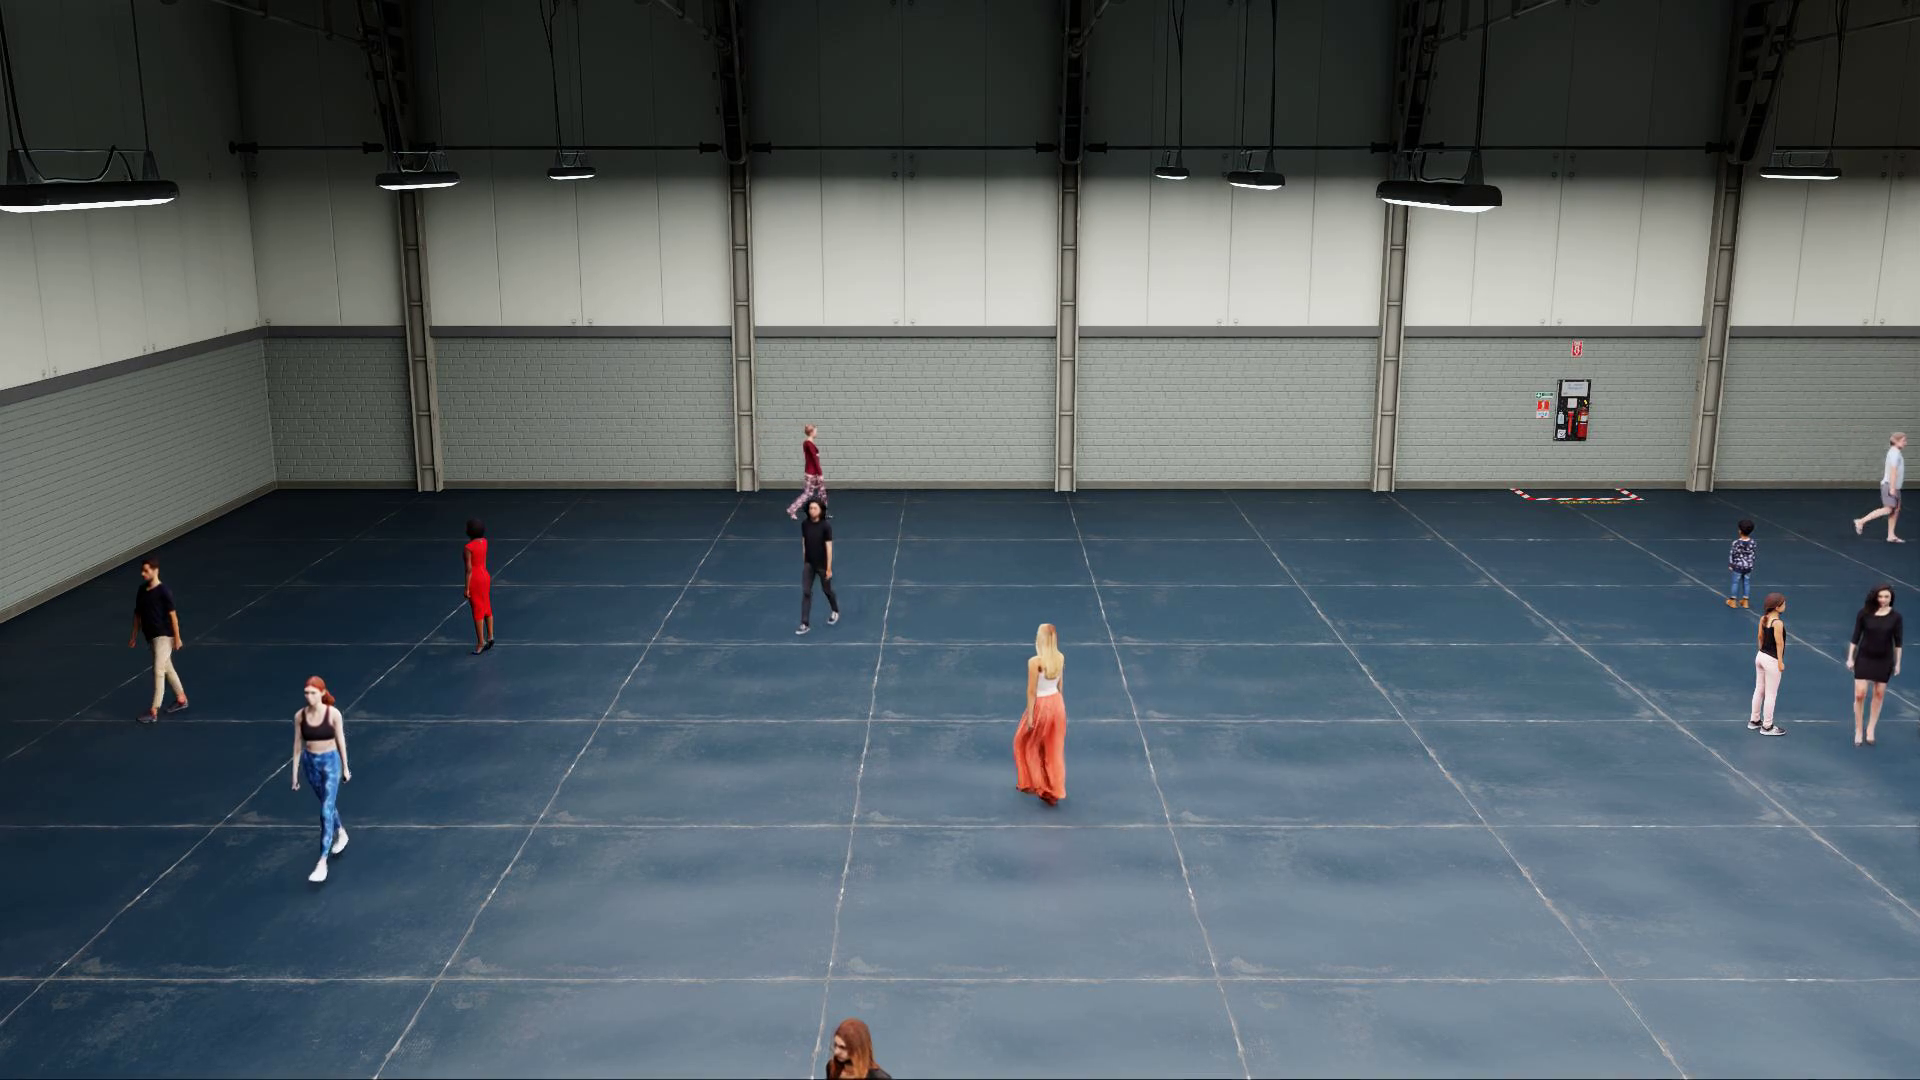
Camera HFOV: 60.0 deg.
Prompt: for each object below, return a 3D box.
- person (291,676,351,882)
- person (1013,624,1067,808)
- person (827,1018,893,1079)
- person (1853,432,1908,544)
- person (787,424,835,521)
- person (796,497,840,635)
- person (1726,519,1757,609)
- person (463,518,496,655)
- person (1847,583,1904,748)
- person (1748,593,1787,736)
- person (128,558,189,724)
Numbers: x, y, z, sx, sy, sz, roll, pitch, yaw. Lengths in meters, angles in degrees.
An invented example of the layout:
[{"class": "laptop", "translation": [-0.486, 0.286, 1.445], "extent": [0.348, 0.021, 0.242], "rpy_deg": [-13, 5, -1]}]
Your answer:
[{"class": "person", "translation": [-5.589, 2.051, 14.658], "extent": [1.153, 1.731, 0.658], "rpy_deg": [0, 13, -1]}, {"class": "person", "translation": [0.883, 1.708, 16.022], "extent": [0.951, 1.784, 0.982], "rpy_deg": [-9, 16, -34]}, {"class": "person", "translation": [-0.567, 3.364, 9.058], "extent": [0.638, 1.700, 0.743], "rpy_deg": [8, 15, 32]}, {"class": "person", "translation": [15.041, -0.855, 27.035], "extent": [1.116, 1.809, 0.992], "rpy_deg": [9, 16, 34]}, {"class": "person", "translation": [-2.612, -1.125, 28.529], "extent": [1.094, 1.662, 0.725], "rpy_deg": [-2, 13, -9]}, {"class": "person", "translation": [-1.832, 0.304, 22.067], "extent": [1.196, 1.793, 1.035], "rpy_deg": [6, 14, 25]}, {"class": "person", "translation": [10.905, 0.325, 23.180], "extent": [0.443, 1.250, 0.567], "rpy_deg": [1, 13, 5]}, {"class": "person", "translation": [-6.080, 0.575, 21.006], "extent": [0.595, 1.744, 0.623], "rpy_deg": [4, 14, 18]}, {"class": "person", "translation": [9.739, 1.313, 17.719], "extent": [0.732, 1.789, 0.821], "rpy_deg": [6, 14, 23]}, {"class": "person", "translation": [8.828, 1.332, 18.132], "extent": [0.546, 1.566, 0.548], "rpy_deg": [-2, 13, -8]}, {"class": "person", "translation": [-8.900, 1.081, 18.647], "extent": [1.056, 1.822, 0.990], "rpy_deg": [7, 15, 27]}]
